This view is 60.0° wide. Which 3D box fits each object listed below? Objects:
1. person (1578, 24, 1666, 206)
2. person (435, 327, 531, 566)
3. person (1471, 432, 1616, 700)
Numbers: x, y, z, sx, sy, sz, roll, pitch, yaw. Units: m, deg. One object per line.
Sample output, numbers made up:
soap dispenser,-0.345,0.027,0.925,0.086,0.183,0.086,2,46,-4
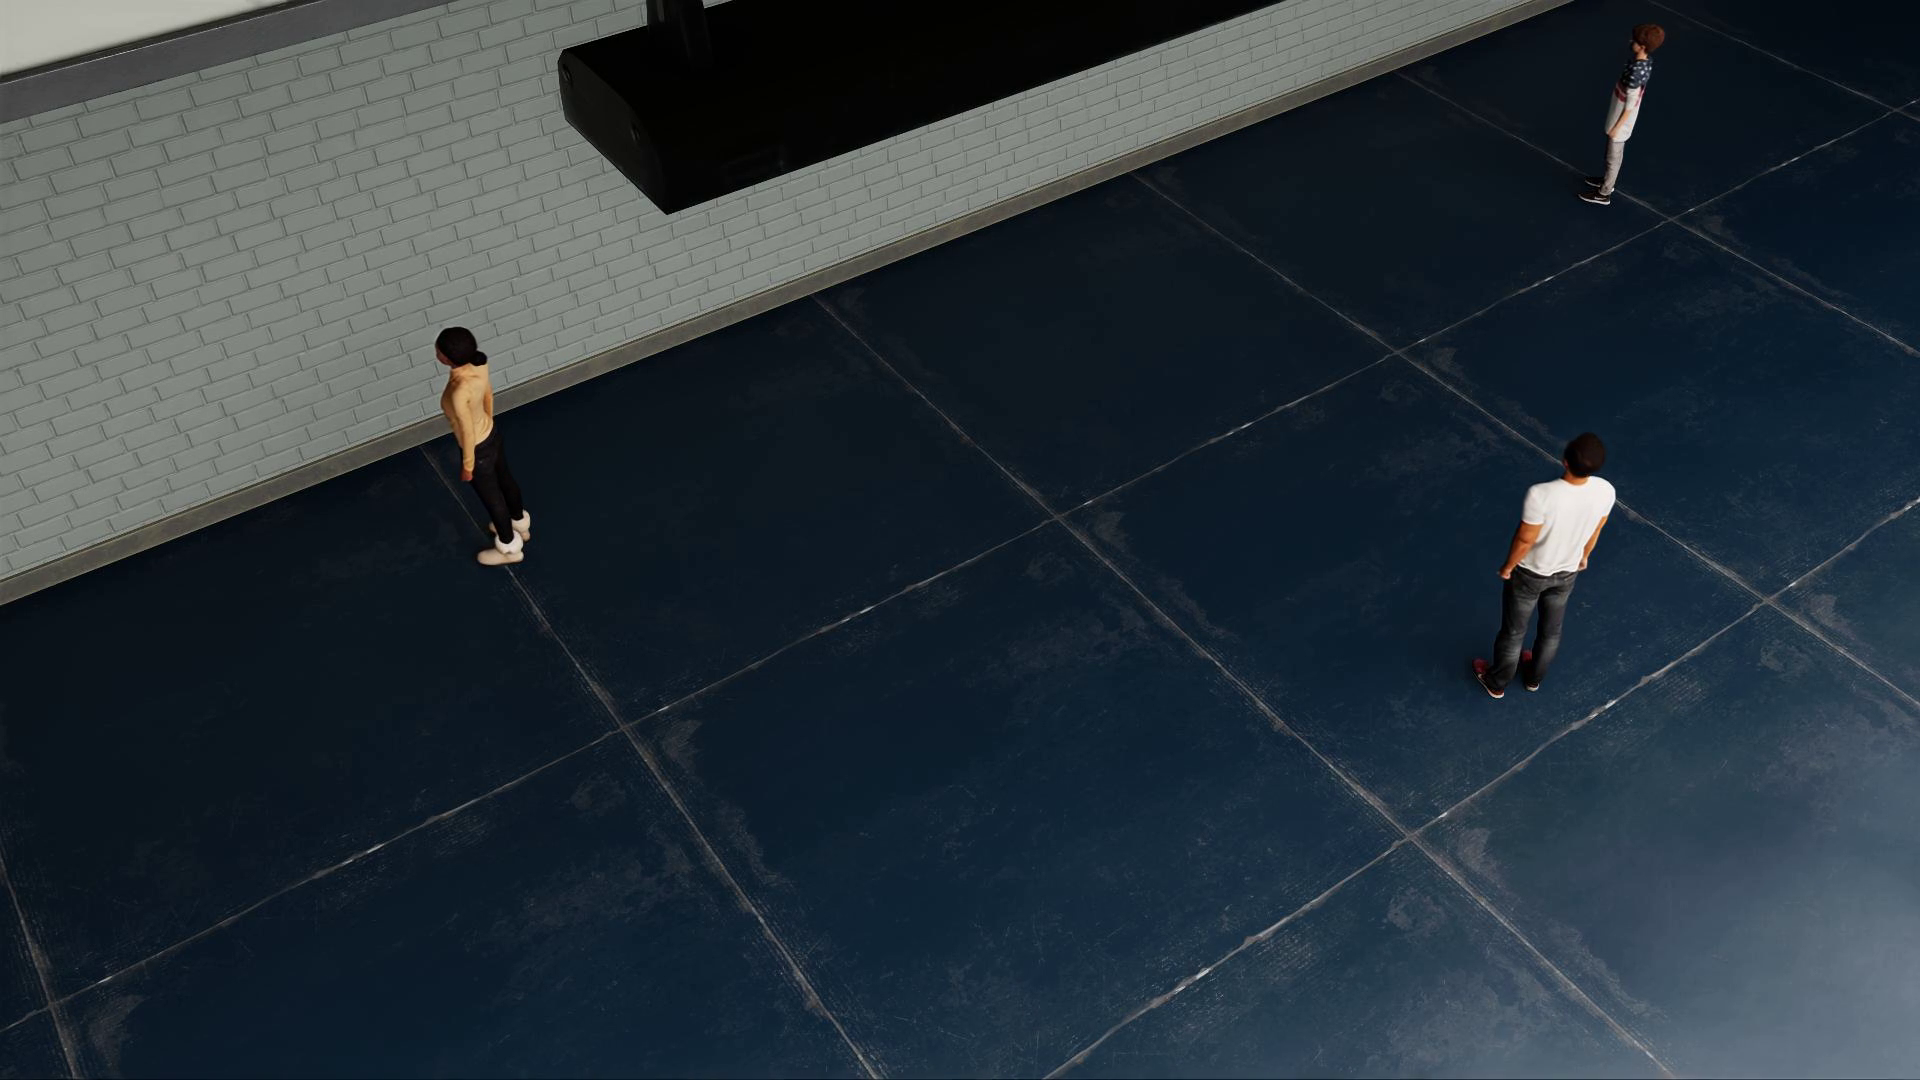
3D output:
person,5.064,-3.259,12.676,0.613,1.439,0.591,19,46,19
person,-2.762,-0.554,9.618,0.754,1.659,0.688,6,43,6
person,3.095,0.135,8.773,0.712,1.805,0.686,-7,43,-7
